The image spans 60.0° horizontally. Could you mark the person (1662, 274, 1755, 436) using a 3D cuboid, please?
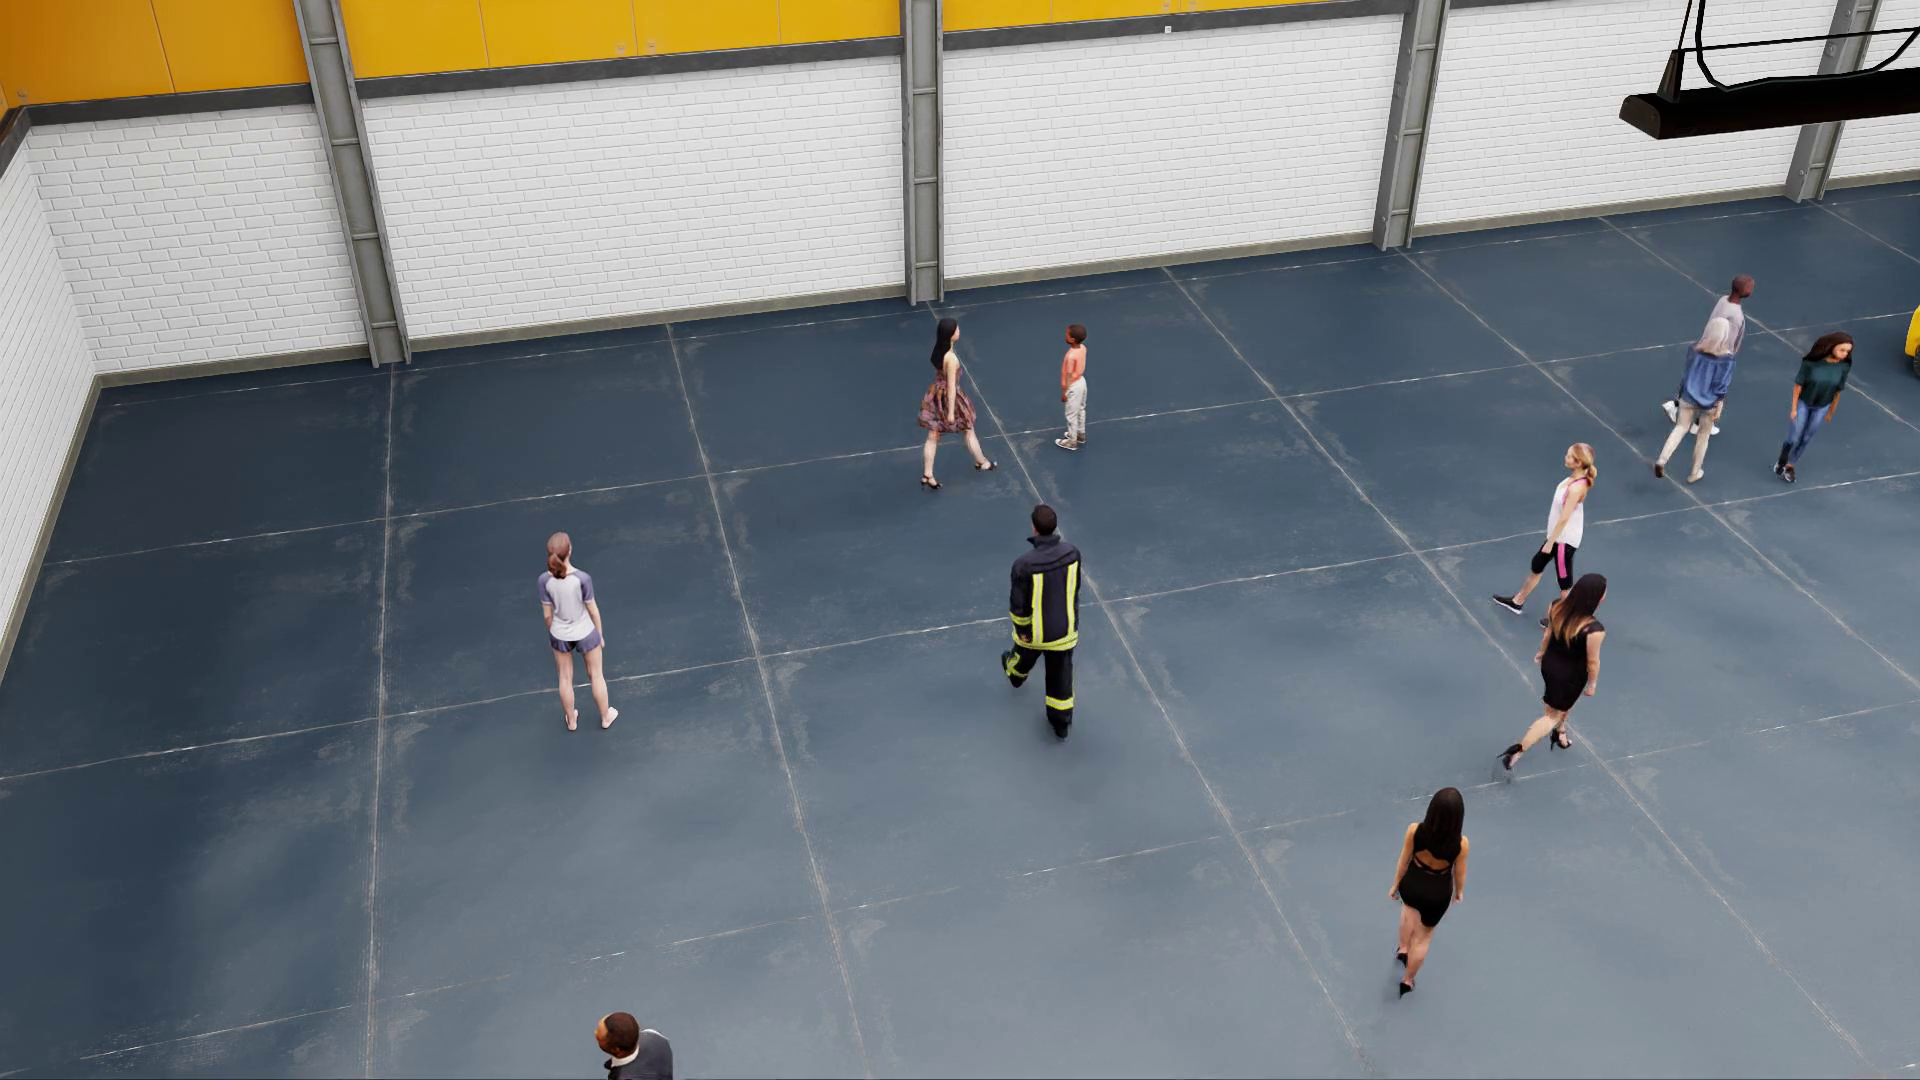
[{"bbox_3d":[7.358,-1.806,16.341,0.921,1.758,0.765,0,34,0],"label":"person"}]

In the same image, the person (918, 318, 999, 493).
[{"bbox_3d":[-0.207,-1.222,15.478,1.102,1.741,0.778,-16,37,-23],"label":"person"}]

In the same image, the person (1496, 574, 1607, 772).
[{"bbox_3d":[4.362,1.011,12.169,1.075,1.686,0.757,-13,36,-19],"label":"person"}]

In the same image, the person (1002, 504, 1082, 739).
[{"bbox_3d":[0.696,0.649,12.551,1.134,1.865,0.873,-10,35,-15],"label":"person"}]

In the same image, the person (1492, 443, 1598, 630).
[{"bbox_3d":[5.029,0.016,13.588,1.035,1.770,0.950,14,36,20],"label":"person"}]

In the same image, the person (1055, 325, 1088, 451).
[{"bbox_3d":[1.131,-1.507,16.297,0.613,1.310,0.555,17,37,23],"label":"person"}]

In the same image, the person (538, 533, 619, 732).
[{"bbox_3d":[-2.918,0.701,12.561,0.566,1.768,0.684,-2,34,-2],"label":"person"}]

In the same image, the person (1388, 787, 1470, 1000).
[{"bbox_3d":[2.878,2.253,10.348,0.760,1.632,0.819,14,36,20],"label":"person"}]

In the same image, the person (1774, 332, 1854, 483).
[{"bbox_3d":[8.022,-1.295,15.716,0.693,1.599,0.778,8,34,11],"label":"person"}]

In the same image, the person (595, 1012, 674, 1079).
[{"bbox_3d":[-1.575,3.159,8.743,0.976,1.902,0.907,9,35,13],"label":"person"}]

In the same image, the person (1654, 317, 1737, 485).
[{"bbox_3d":[6.888,-1.280,15.617,0.975,1.684,0.859,-26,42,-34],"label":"person"}]
